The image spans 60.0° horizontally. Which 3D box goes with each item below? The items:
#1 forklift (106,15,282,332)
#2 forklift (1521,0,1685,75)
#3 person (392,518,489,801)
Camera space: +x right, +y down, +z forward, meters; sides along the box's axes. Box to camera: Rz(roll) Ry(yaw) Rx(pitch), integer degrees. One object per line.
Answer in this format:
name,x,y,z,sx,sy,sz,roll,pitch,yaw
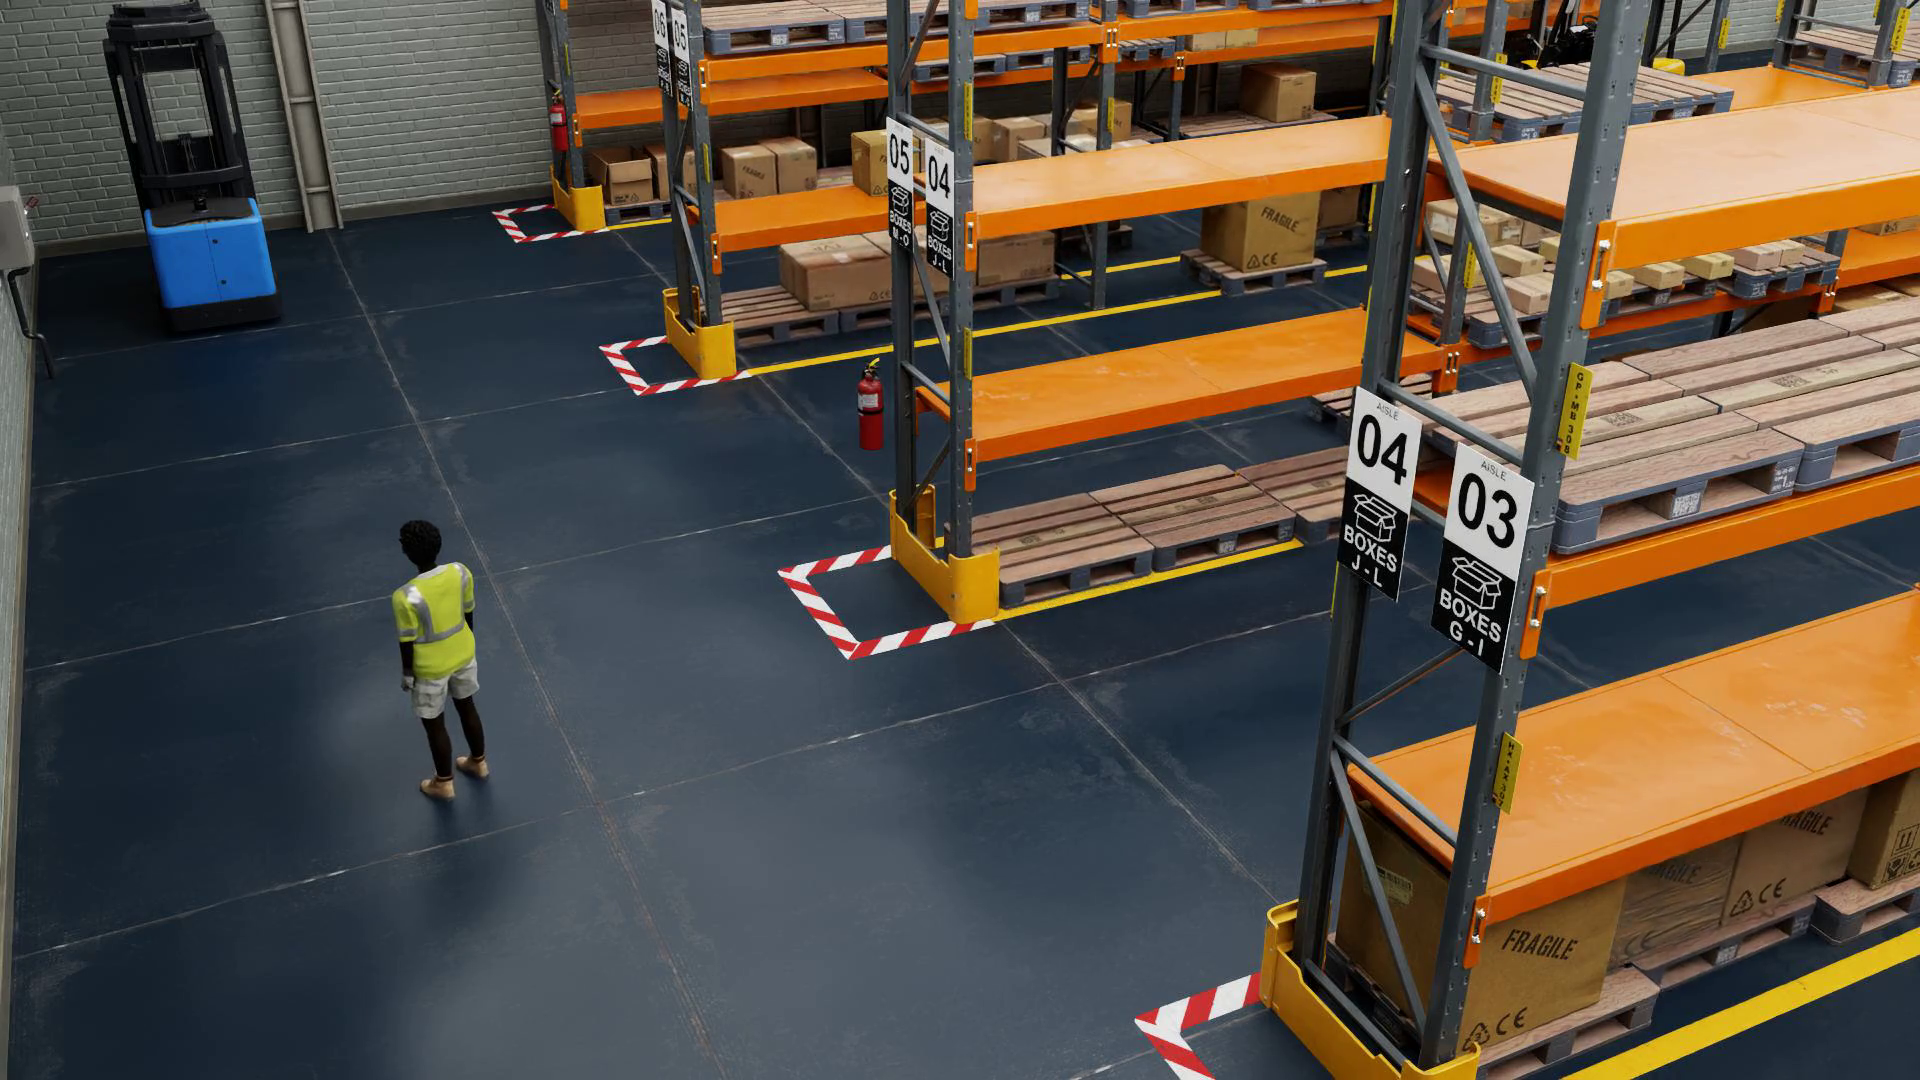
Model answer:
forklift,-7.548,-3.672,16.323,1.129,2.768,1.873,-12,30,-22
forklift,8.950,-6.807,23.056,1.214,2.155,2.313,-12,30,-22
person,-2.893,0.664,9.291,0.319,1.687,0.538,15,31,27
